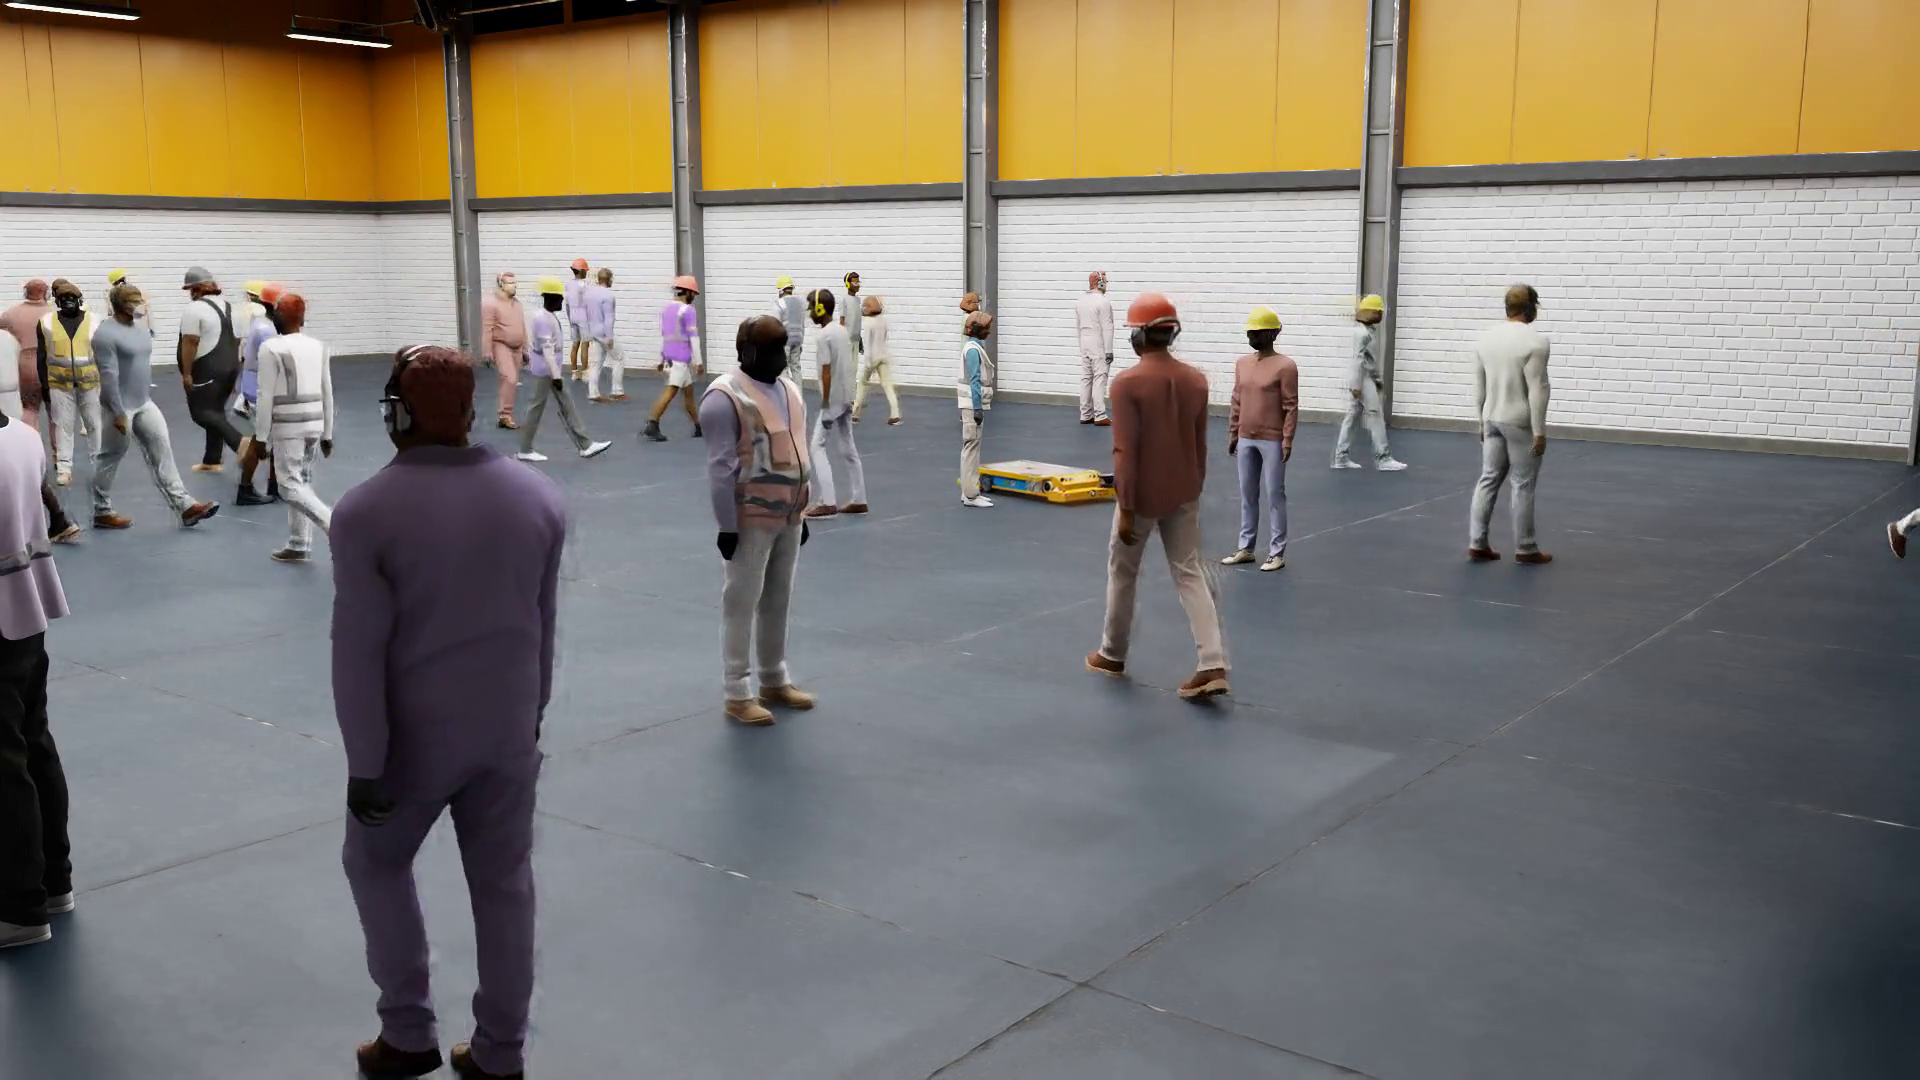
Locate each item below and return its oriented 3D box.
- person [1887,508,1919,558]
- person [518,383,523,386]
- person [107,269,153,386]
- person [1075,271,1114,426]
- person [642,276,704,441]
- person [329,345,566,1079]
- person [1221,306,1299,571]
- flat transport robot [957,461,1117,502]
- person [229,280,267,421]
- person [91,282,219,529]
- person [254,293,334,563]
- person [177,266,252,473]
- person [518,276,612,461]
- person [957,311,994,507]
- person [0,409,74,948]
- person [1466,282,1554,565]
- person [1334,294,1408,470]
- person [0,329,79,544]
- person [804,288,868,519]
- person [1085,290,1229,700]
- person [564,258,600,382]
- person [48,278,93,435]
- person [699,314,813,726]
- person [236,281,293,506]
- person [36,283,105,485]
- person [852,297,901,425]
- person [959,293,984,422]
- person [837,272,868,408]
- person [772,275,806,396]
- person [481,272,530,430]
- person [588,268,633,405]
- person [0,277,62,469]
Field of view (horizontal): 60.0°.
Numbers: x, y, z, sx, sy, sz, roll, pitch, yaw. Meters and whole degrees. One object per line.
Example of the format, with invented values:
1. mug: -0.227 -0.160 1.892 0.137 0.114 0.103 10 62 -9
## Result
1. person: 6.669 -0.595 11.097 0.506 1.614 0.679 -7 12 -35
2. person: -7.165 -3.269 26.432 0.321 1.697 0.530 1 10 5
3. person: -13.139 -3.338 26.318 0.694 1.883 0.376 -8 13 -40
4. person: 1.701 -2.362 20.548 0.410 1.909 0.643 -6 11 -31
5. person: -3.236 -2.069 18.962 1.018 1.877 0.587 -8 13 -40
6. person: -1.324 0.454 4.203 0.646 1.882 0.664 9 13 42
7. person: 2.012 -0.677 11.148 0.310 1.768 0.533 -8 13 -41
8. flat transport robot: 0.676 -0.533 14.650 0.652 0.197 1.431 -8 13 -39
9. person: -8.969 -2.412 21.195 0.610 1.794 0.922 8 13 40
10. person: -6.242 -1.002 12.666 1.017 1.887 0.655 2 10 9
11. person: -4.397 -0.726 11.165 0.775 1.861 0.584 4 10 20
12. person: -7.096 -1.633 15.910 0.777 2.000 0.734 2 10 14
13. person: -4.087 -1.728 16.923 0.980 1.872 0.617 0 10 -1
14. person: 0.129 -1.098 13.964 0.309 1.640 0.513 0 10 -2
15. person: -2.952 0.289 5.076 0.392 1.920 0.593 -2 10 -10
16. person: 3.764 -0.784 11.305 0.435 1.942 0.627 -5 11 -27
17. person: 4.055 -1.527 16.242 0.799 1.712 0.504 3 10 14
18. person: -6.920 -0.888 11.983 0.968 1.914 0.599 1 10 7
19. person: -1.015 -1.098 13.390 0.443 1.844 0.552 4 11 24
20. person: 0.985 -0.218 7.982 0.624 1.948 1.026 -5 11 -29
21. person: -6.272 -3.636 27.564 0.608 2.044 0.377 8 12 38
22. person: -10.413 -2.127 19.400 0.624 1.837 0.429 -2 10 -10
23. person: -0.892 -0.097 7.552 0.429 1.840 0.633 6 11 30
24. person: -5.814 -1.218 13.948 0.645 1.880 0.580 -5 11 -26
25. person: -8.124 -1.427 15.293 0.621 1.845 0.429 -4 11 -24
26. person: -1.076 -2.219 20.647 0.869 1.587 0.502 7 12 37
27. person: 0.134 -2.284 20.885 0.278 1.633 0.507 -1 10 -8
28. person: -1.467 -2.719 22.727 0.328 1.873 0.517 5 11 27
29. person: -2.393 -2.741 23.012 0.404 1.824 0.586 8 12 38
30. person: -5.422 -2.272 20.058 0.610 1.893 0.670 4 11 24
31. person: -4.949 -2.871 23.468 0.767 1.912 0.652 -8 12 -37
32. person: -8.978 -1.612 16.244 0.695 1.888 0.512 -4 11 -24
